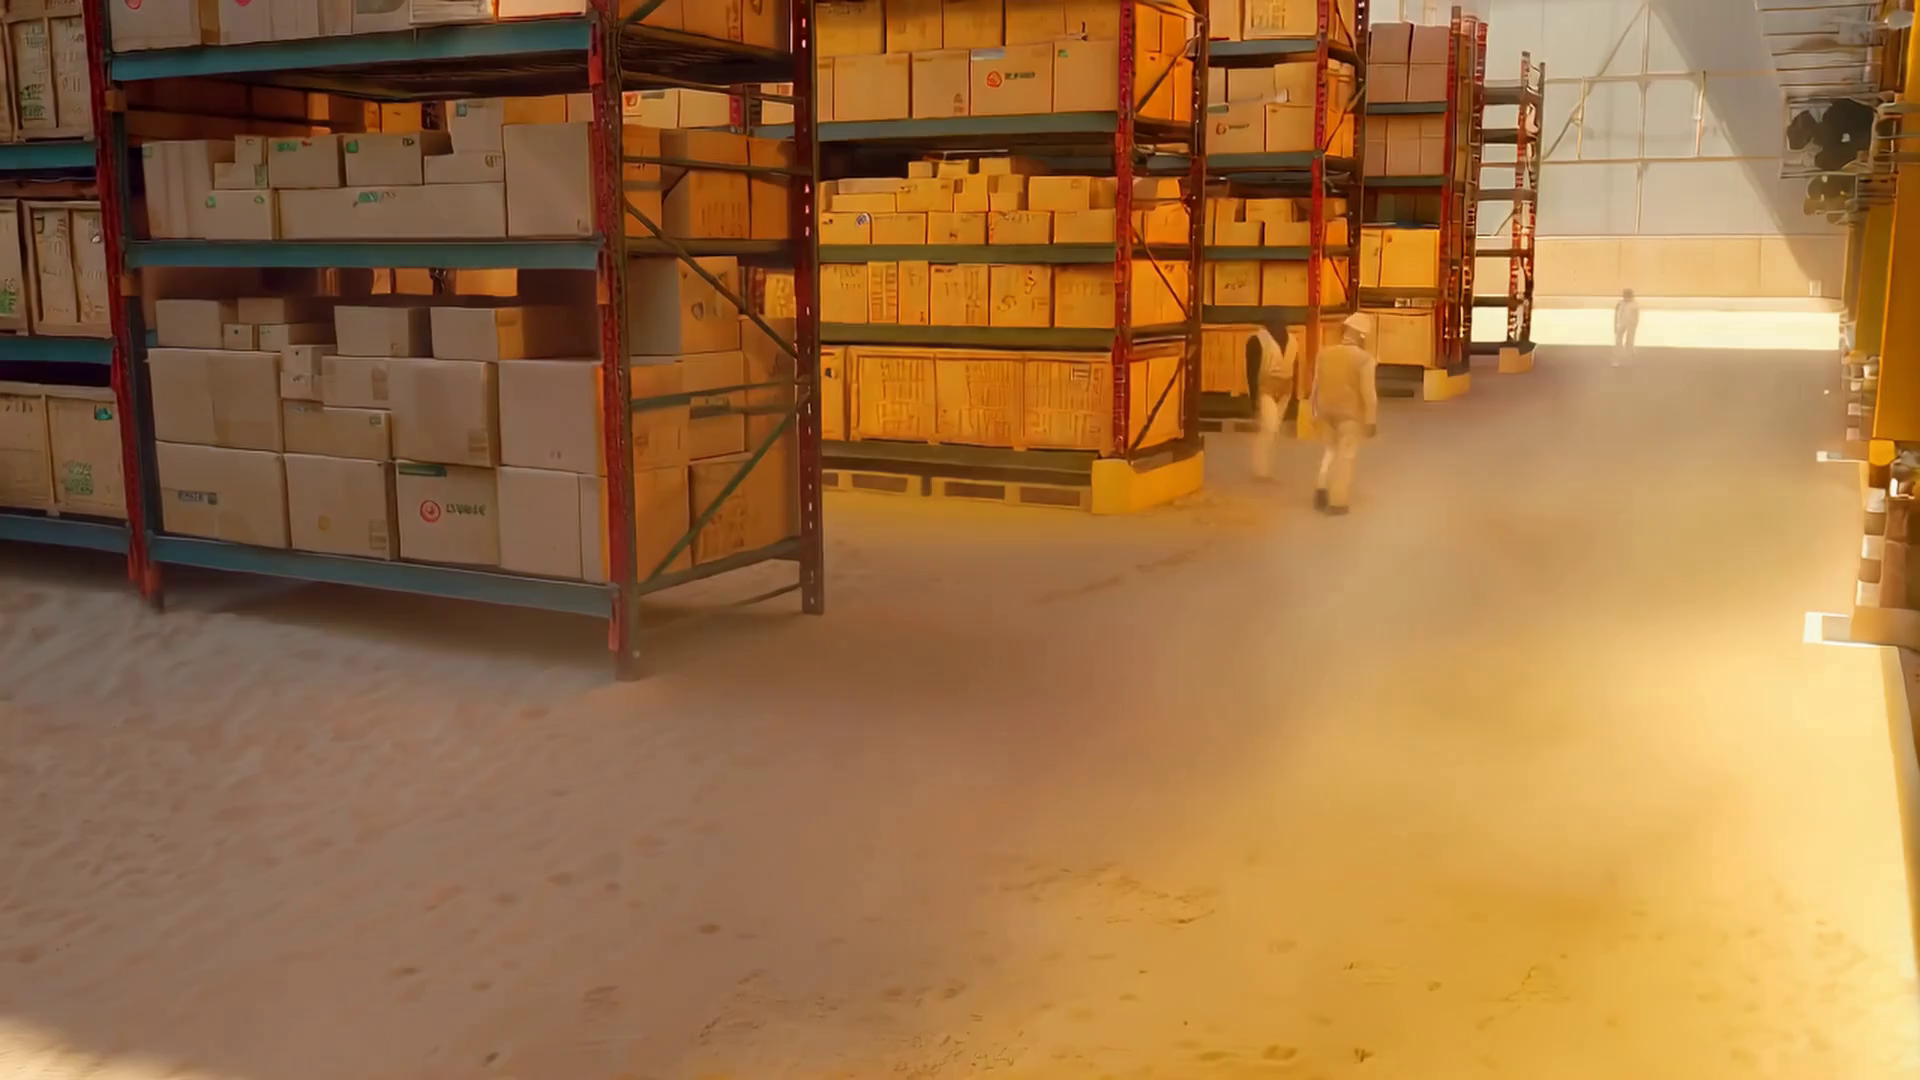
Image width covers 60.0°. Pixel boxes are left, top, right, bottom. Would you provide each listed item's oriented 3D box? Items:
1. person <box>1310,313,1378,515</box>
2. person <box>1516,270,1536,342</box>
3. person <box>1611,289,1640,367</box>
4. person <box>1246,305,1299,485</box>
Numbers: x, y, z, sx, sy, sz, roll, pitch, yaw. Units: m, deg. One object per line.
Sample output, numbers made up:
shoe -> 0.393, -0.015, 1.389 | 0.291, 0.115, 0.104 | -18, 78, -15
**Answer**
person -> 3.438, -1.107, 14.790 | 0.464, 1.795, 0.615 | -8, 12, -37
person -> 12.606, -5.025, 37.056 | 0.350, 1.942, 0.545 | 0, 10, 1
person -> 13.551, -4.294, 33.840 | 0.507, 1.587, 0.913 | 7, 12, 35
person -> 3.143, -1.442, 16.689 | 0.654, 1.814, 0.501 | -6, 11, -30
